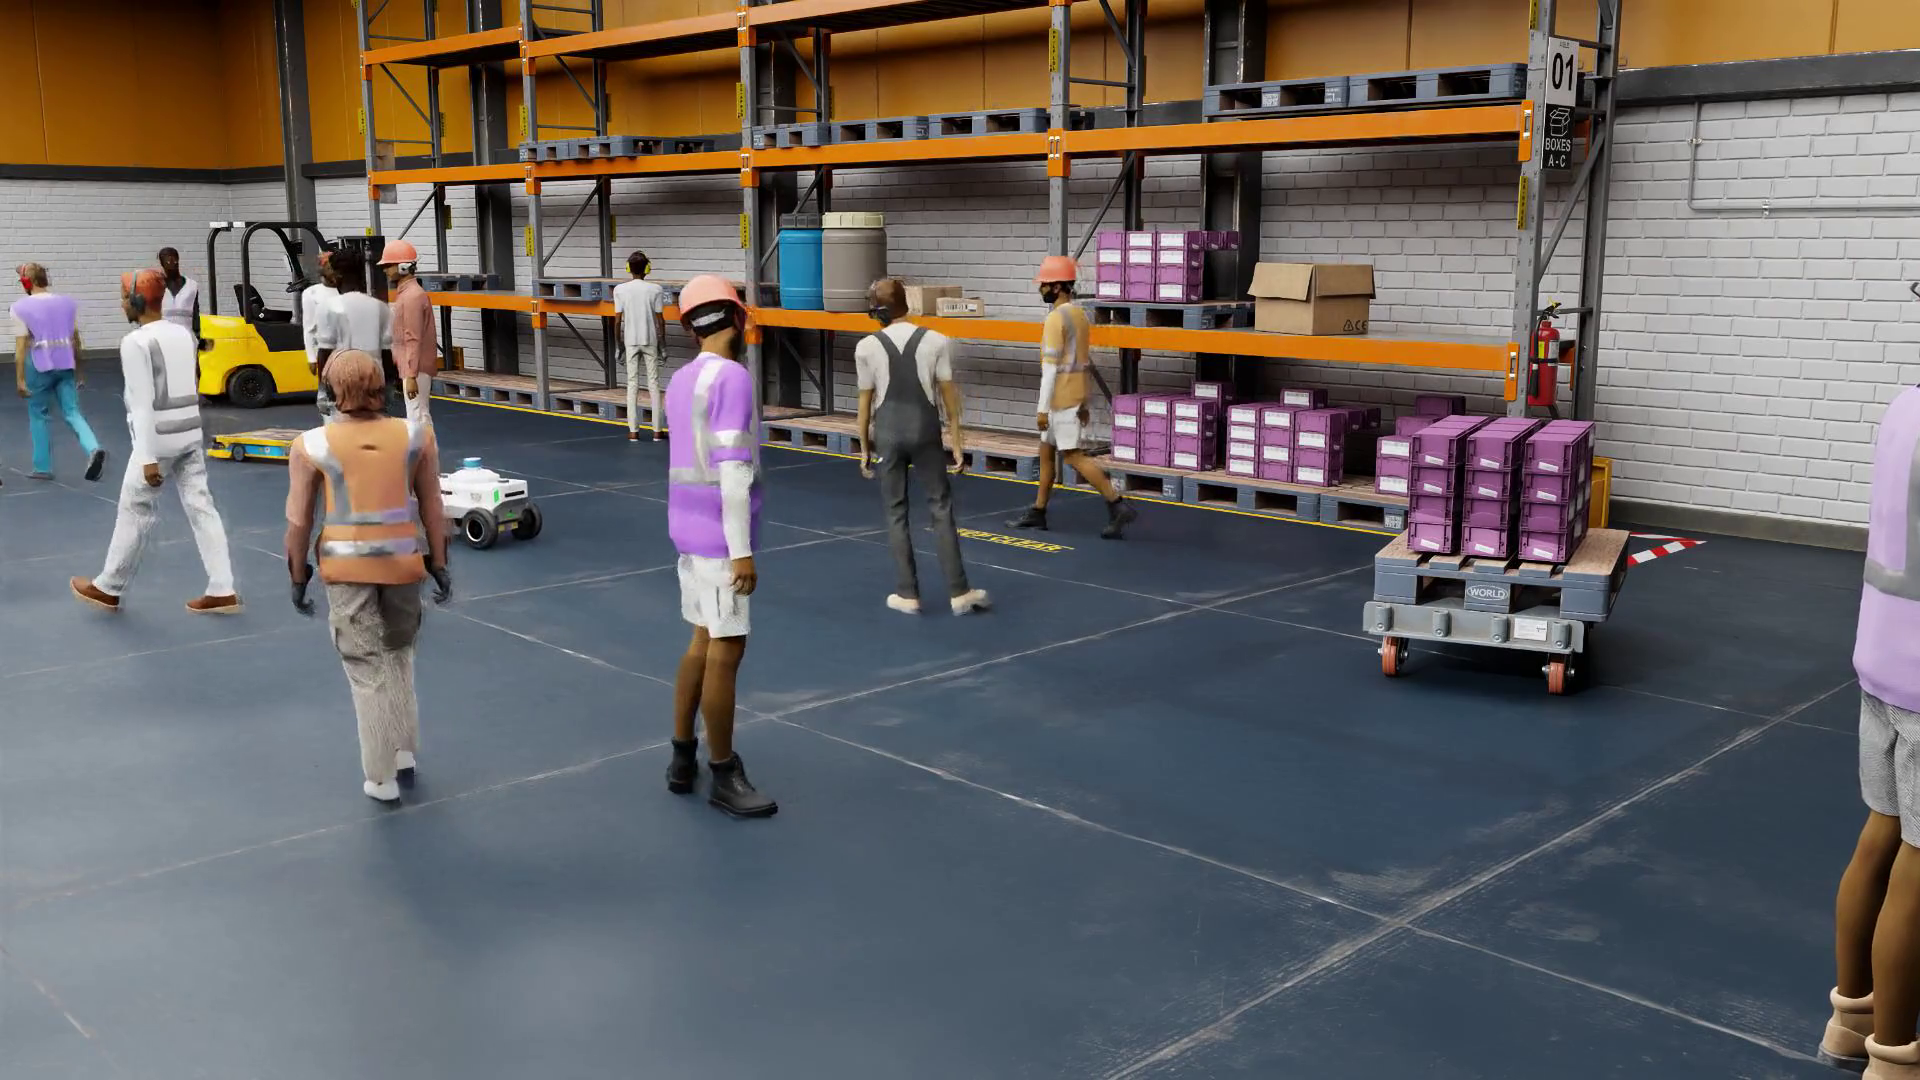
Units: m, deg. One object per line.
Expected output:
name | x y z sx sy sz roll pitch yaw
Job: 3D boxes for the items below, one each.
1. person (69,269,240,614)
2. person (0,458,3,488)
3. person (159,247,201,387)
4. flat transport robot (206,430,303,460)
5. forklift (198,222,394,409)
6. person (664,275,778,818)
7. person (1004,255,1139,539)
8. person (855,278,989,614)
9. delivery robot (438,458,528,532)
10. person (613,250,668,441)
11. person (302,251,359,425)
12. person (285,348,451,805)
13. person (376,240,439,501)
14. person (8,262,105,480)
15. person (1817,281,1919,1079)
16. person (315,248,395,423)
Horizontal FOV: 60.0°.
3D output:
person | -4.322 -0.508 8.849 0.935 1.838 0.590 2 11 12
person | -7.880 -1.205 13.221 0.500 1.636 0.279 6 12 29
person | -8.193 -2.087 17.327 0.600 1.902 0.460 -9 14 -41
flat transport robot | -6.033 -0.852 15.015 1.431 0.197 0.652 5 11 25
forklift | -8.169 -2.758 20.163 2.313 2.155 1.214 -10 14 -44
person | -0.833 0.019 5.895 0.373 1.886 0.676 -6 12 -28
person | 0.771 -0.954 11.159 0.955 1.904 0.559 4 11 22
person | -0.221 -0.499 8.929 0.682 1.800 0.392 0 10 -2
delivery robot | -3.204 -0.299 10.973 0.707 0.478 0.477 6 12 27
person | -3.151 -1.906 16.402 0.519 1.873 0.335 -1 10 -3
person | -5.722 -1.703 15.283 0.419 1.869 0.612 9 14 42
person | -2.142 0.124 5.986 0.547 1.617 0.524 -8 13 -36
person | -4.214 -1.295 12.762 0.406 1.985 0.619 -4 11 -19
person | -7.444 -1.377 13.706 0.764 1.812 0.612 6 12 30
person | 2.246 0.323 3.777 0.375 2.043 0.610 2 11 13
person | -4.282 -1.119 11.924 0.790 1.939 0.608 6 12 29
